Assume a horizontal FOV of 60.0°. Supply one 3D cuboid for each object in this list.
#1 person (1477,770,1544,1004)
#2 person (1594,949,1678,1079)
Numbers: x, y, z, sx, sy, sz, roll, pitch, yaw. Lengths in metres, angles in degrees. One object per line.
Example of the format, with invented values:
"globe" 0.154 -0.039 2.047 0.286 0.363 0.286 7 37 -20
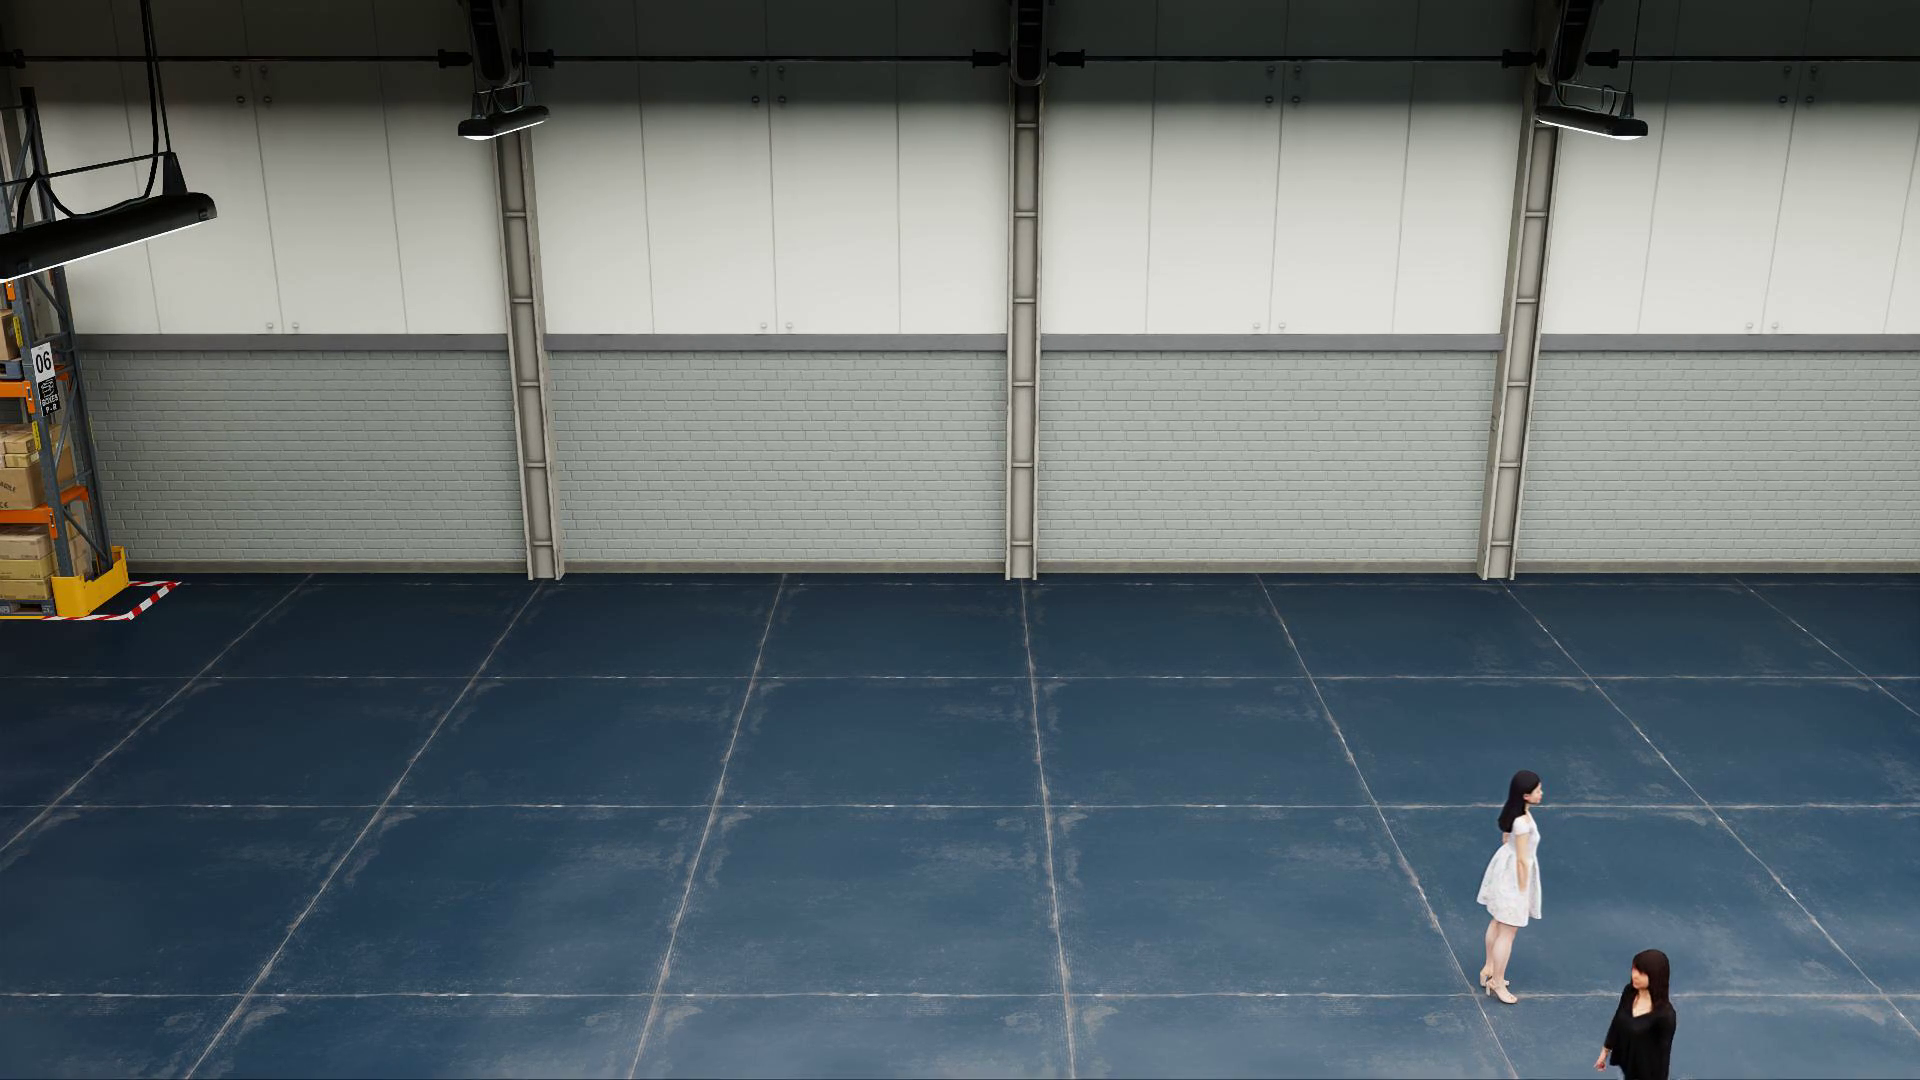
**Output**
"person" 3.981 2.472 11.965 0.659 1.773 0.671 2 18 6
"person" 4.148 3.187 10.036 1.095 1.608 0.773 -5 19 -16
